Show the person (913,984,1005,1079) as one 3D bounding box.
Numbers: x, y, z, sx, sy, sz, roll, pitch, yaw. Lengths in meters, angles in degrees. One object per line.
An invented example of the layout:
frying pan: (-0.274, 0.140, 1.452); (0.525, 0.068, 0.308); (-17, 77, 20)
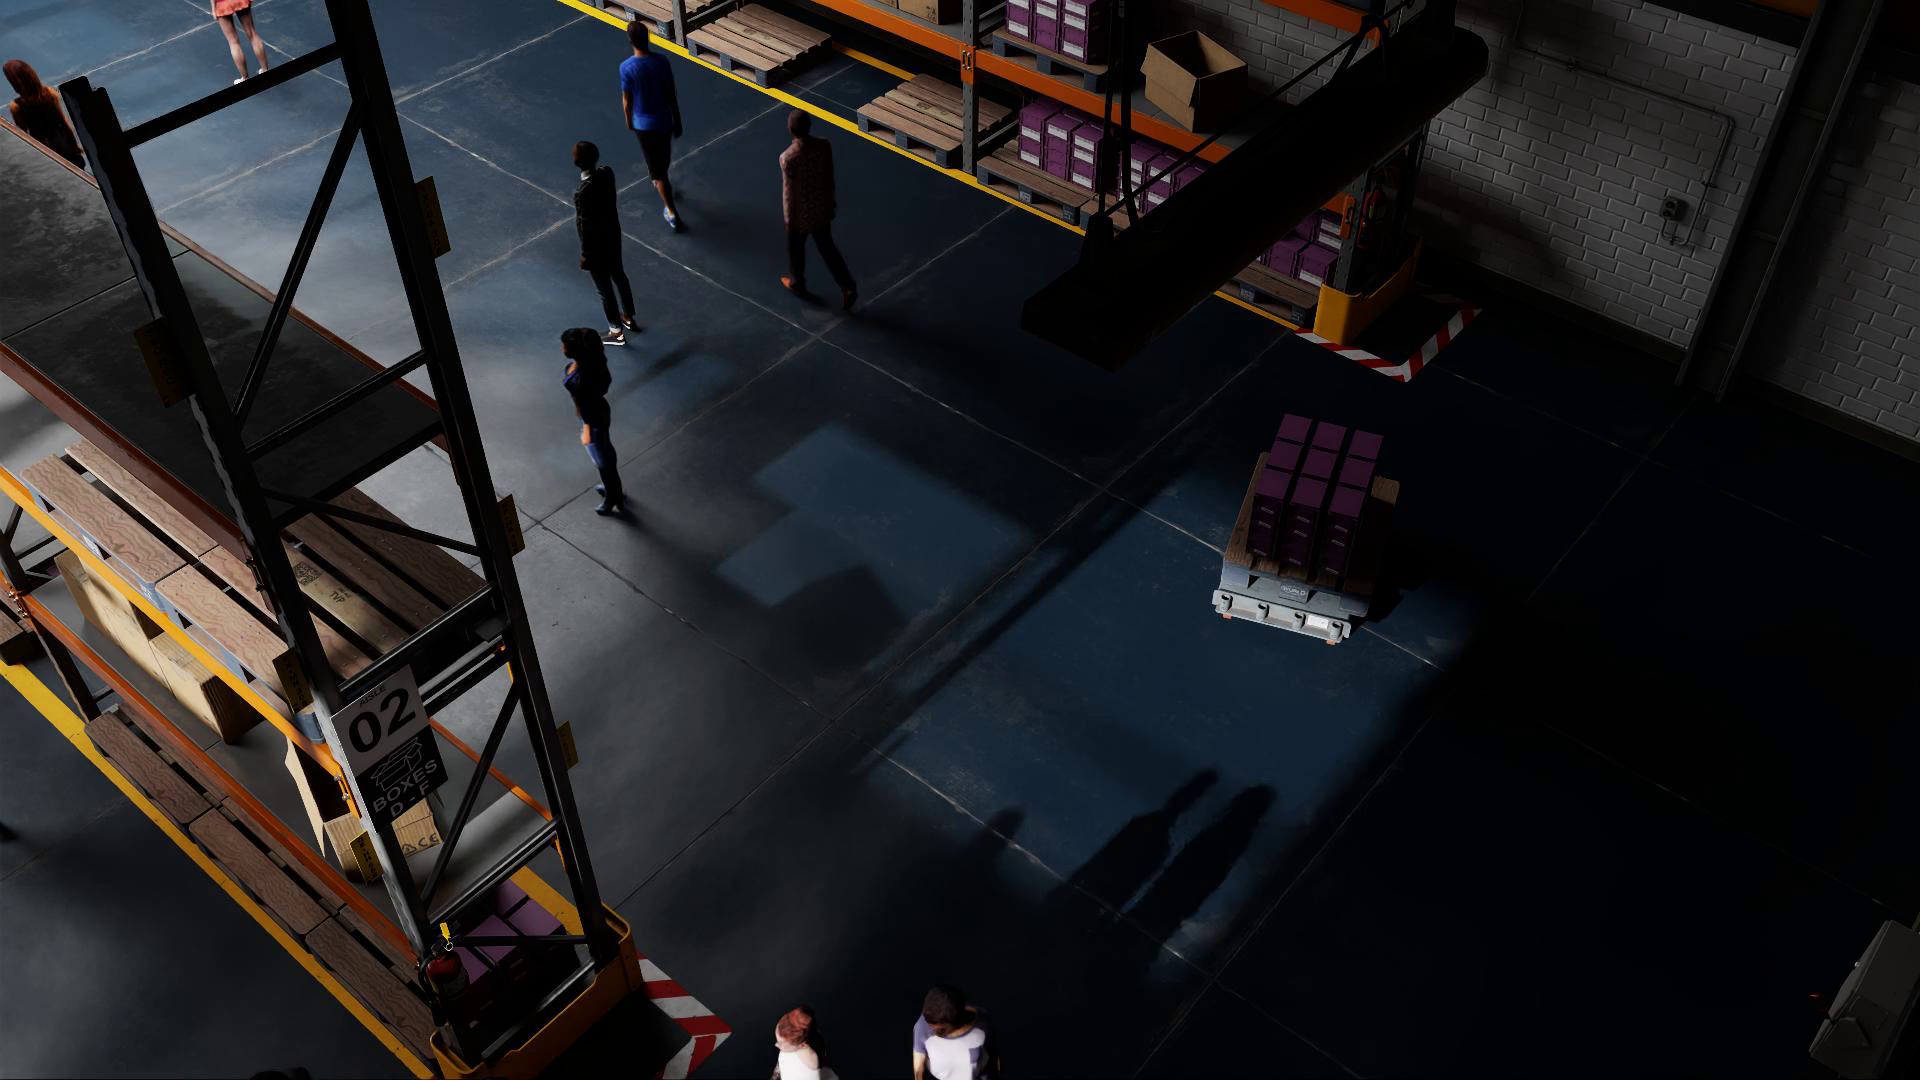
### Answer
person: (-0.032, 2.607, 8.383); (0.897, 1.536, 0.970); (-8, 44, -8)

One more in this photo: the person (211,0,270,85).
person: (-7.284, -5.365, 16.593); (0.547, 1.754, 0.555); (31, 52, 29)

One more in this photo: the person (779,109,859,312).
person: (-1.196, -2.691, 13.758); (0.816, 1.793, 1.135); (-31, 51, -28)

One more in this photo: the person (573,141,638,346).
person: (-2.882, -2.408, 13.440); (0.676, 1.821, 0.725); (15, 46, 15)

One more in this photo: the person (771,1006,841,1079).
person: (-0.591, 2.744, 8.081); (1.051, 1.755, 0.999); (-4, 44, -4)

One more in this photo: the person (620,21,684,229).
person: (-2.671, -3.610, 14.700); (0.865, 1.825, 1.217); (-21, 48, -21)

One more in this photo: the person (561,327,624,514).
person: (-2.640, -0.876, 11.983); (0.746, 1.614, 0.687); (-3, 44, -3)

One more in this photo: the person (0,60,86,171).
person: (-7.731, -3.265, 14.340); (0.633, 1.821, 0.621); (25, 49, 24)
